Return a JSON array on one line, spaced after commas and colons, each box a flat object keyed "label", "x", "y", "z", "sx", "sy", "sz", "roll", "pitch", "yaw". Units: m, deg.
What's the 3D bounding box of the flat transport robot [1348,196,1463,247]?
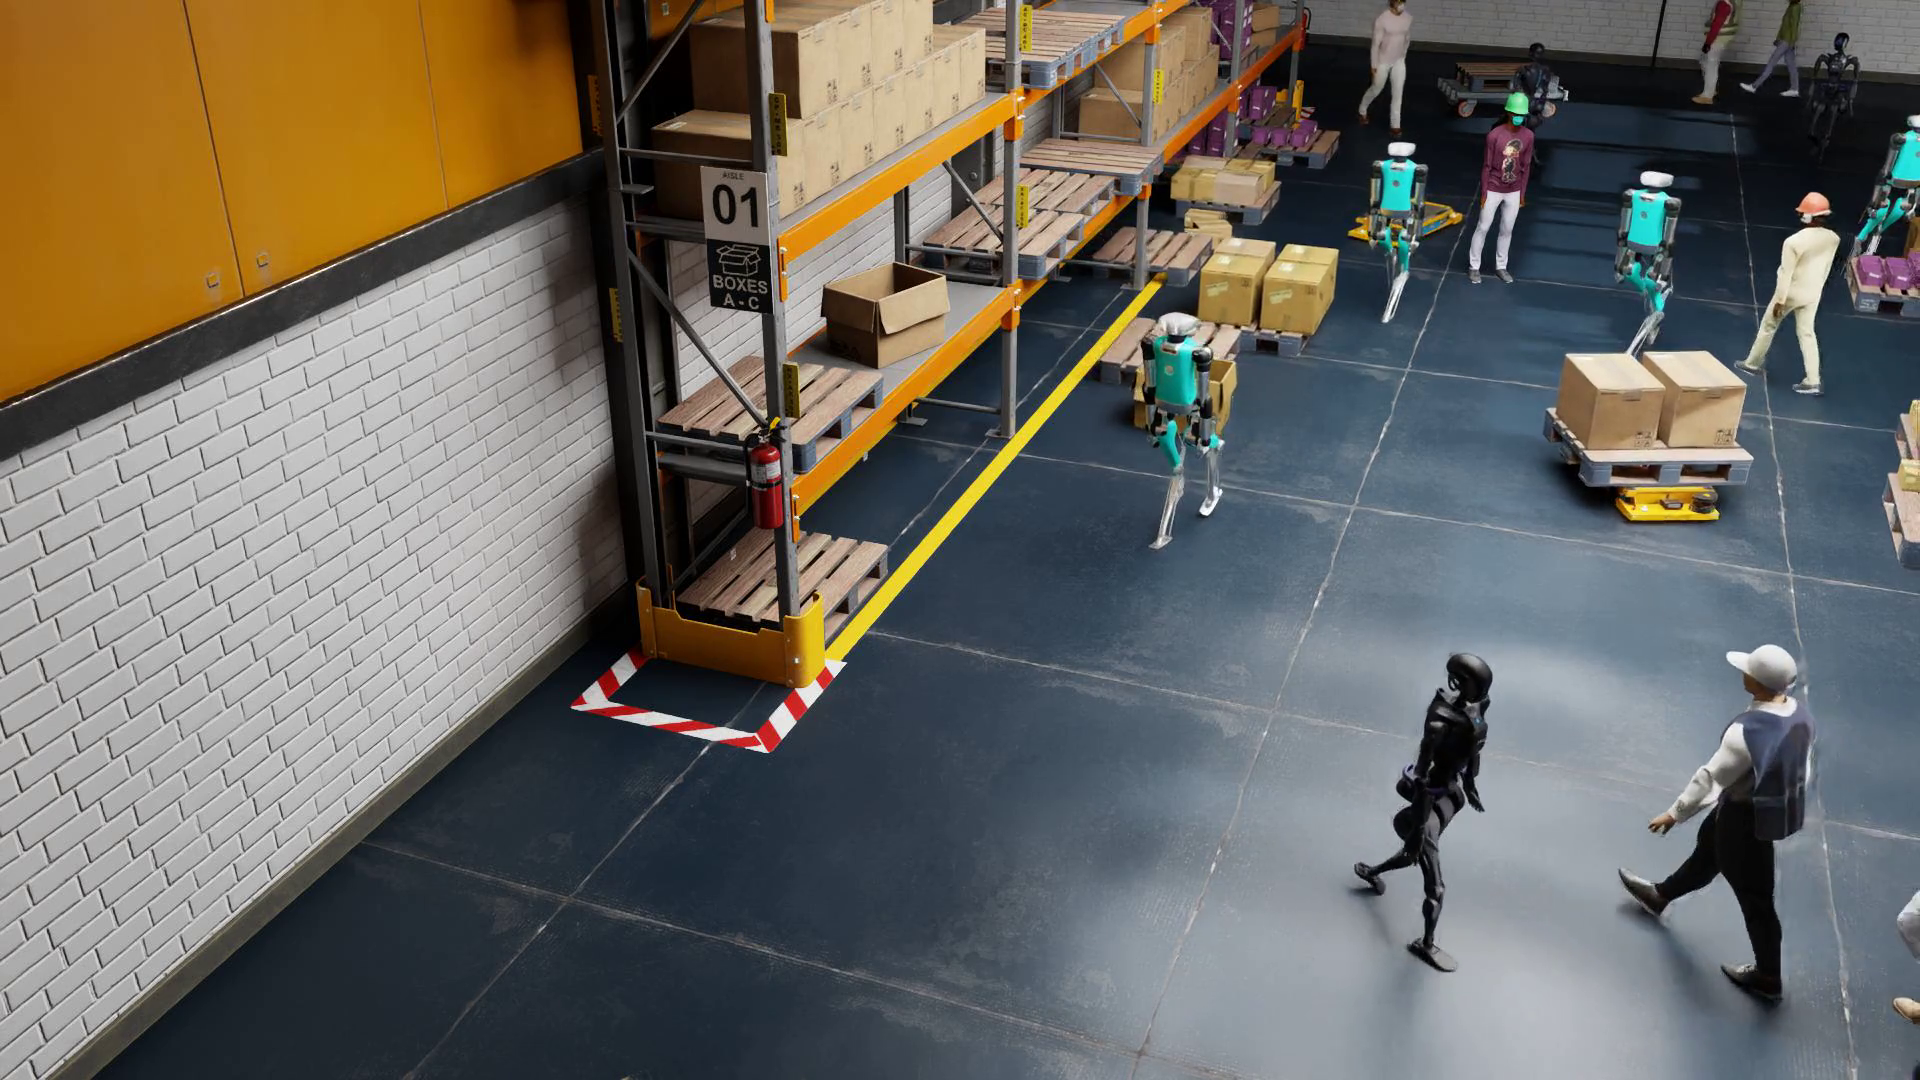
[{"label": "flat transport robot", "x": 5.023, "y": -3.578, "z": 18.691, "sx": 0.659, "sy": 0.231, "sz": 1.431, "roll": 22, "pitch": 35, "yaw": 36}]

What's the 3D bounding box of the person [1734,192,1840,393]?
[{"label": "person", "x": 7.236, "y": -2.139, "z": 14.323, "sx": 0.574, "sy": 1.709, "sz": 0.877, "roll": -8, "pitch": 28, "yaw": -15}]

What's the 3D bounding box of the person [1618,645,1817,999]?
[{"label": "person", "x": 3.599, "y": 1.255, "z": 7.746, "sx": 0.720, "sy": 1.704, "sz": 0.946, "roll": -22, "pitch": 35, "yaw": -37}]

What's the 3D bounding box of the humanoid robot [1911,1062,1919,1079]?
[{"label": "humanoid robot", "x": 3.237, "y": 2.378, "z": 5.618, "sx": 0.613, "sy": 1.632, "sz": 0.601, "roll": 7, "pitch": 28, "yaw": 14}]

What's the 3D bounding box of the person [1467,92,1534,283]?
[{"label": "person", "x": 5.496, "y": -3.557, "z": 16.832, "sx": 0.487, "sy": 1.942, "sz": 0.436, "roll": -2, "pitch": 27, "yaw": -3}]

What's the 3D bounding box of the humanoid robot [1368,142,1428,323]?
[{"label": "humanoid robot", "x": 4.245, "y": -3.024, "z": 16.050, "sx": 0.552, "sy": 1.789, "sz": 0.947, "roll": 12, "pitch": 30, "yaw": 22}]

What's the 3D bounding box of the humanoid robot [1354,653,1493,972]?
[{"label": "humanoid robot", "x": 2.218, "y": 1.212, "z": 7.939, "sx": 0.603, "sy": 1.655, "sz": 0.725, "roll": -24, "pitch": 36, "yaw": -39}]

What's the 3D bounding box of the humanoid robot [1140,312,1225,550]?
[{"label": "humanoid robot", "x": 1.680, "y": -0.854, "z": 11.871, "sx": 0.532, "sy": 1.773, "sz": 1.018, "roll": 18, "pitch": 32, "yaw": 31}]

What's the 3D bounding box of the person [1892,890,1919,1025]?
[{"label": "person", "x": 4.466, "y": 1.450, "z": 7.263, "sx": 0.637, "sy": 1.816, "sz": 0.449, "roll": -15, "pitch": 31, "yaw": -27}]

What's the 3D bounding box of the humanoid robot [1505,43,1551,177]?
[{"label": "humanoid robot", "x": 6.966, "y": -5.242, "z": 20.393, "sx": 0.601, "sy": 1.645, "sz": 0.473, "roll": -10, "pitch": 29, "yaw": -18}]

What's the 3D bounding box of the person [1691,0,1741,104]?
[{"label": "person", "x": 10.957, "y": -7.254, "z": 24.111, "sx": 0.486, "sy": 1.831, "sz": 0.660, "roll": 17, "pitch": 32, "yaw": 30}]

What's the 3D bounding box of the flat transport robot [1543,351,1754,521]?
[{"label": "flat transport robot", "x": 5.216, "y": -0.532, "z": 12.782, "sx": 0.659, "sy": 0.231, "sz": 1.431, "roll": -1, "pitch": 27, "yaw": -1}]

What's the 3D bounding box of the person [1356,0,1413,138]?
[{"label": "person", "x": 5.809, "y": -6.514, "z": 22.612, "sx": 0.635, "sy": 1.908, "sz": 0.949, "roll": -9, "pitch": 29, "yaw": -16}]

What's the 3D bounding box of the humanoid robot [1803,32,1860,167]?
[{"label": "humanoid robot", "x": 11.049, "y": -5.577, "z": 21.038, "sx": 0.604, "sy": 1.647, "sz": 0.442, "roll": 18, "pitch": 33, "yaw": 32}]

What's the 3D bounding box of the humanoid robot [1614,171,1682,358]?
[{"label": "humanoid robot", "x": 6.300, "y": -2.494, "z": 15.022, "sx": 0.923, "sy": 1.791, "sz": 0.544, "roll": -22, "pitch": 35, "yaw": -36}]

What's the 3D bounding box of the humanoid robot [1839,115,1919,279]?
[{"label": "humanoid robot", "x": 9.418, "y": -3.411, "z": 16.884, "sx": 0.576, "sy": 1.876, "sz": 0.659, "roll": 0, "pitch": 27, "yaw": 0}]

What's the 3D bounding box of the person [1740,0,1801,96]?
[{"label": "person", "x": 12.156, "y": -7.390, "z": 24.629, "sx": 0.854, "sy": 1.585, "sz": 0.523, "roll": 10, "pitch": 29, "yaw": 18}]
